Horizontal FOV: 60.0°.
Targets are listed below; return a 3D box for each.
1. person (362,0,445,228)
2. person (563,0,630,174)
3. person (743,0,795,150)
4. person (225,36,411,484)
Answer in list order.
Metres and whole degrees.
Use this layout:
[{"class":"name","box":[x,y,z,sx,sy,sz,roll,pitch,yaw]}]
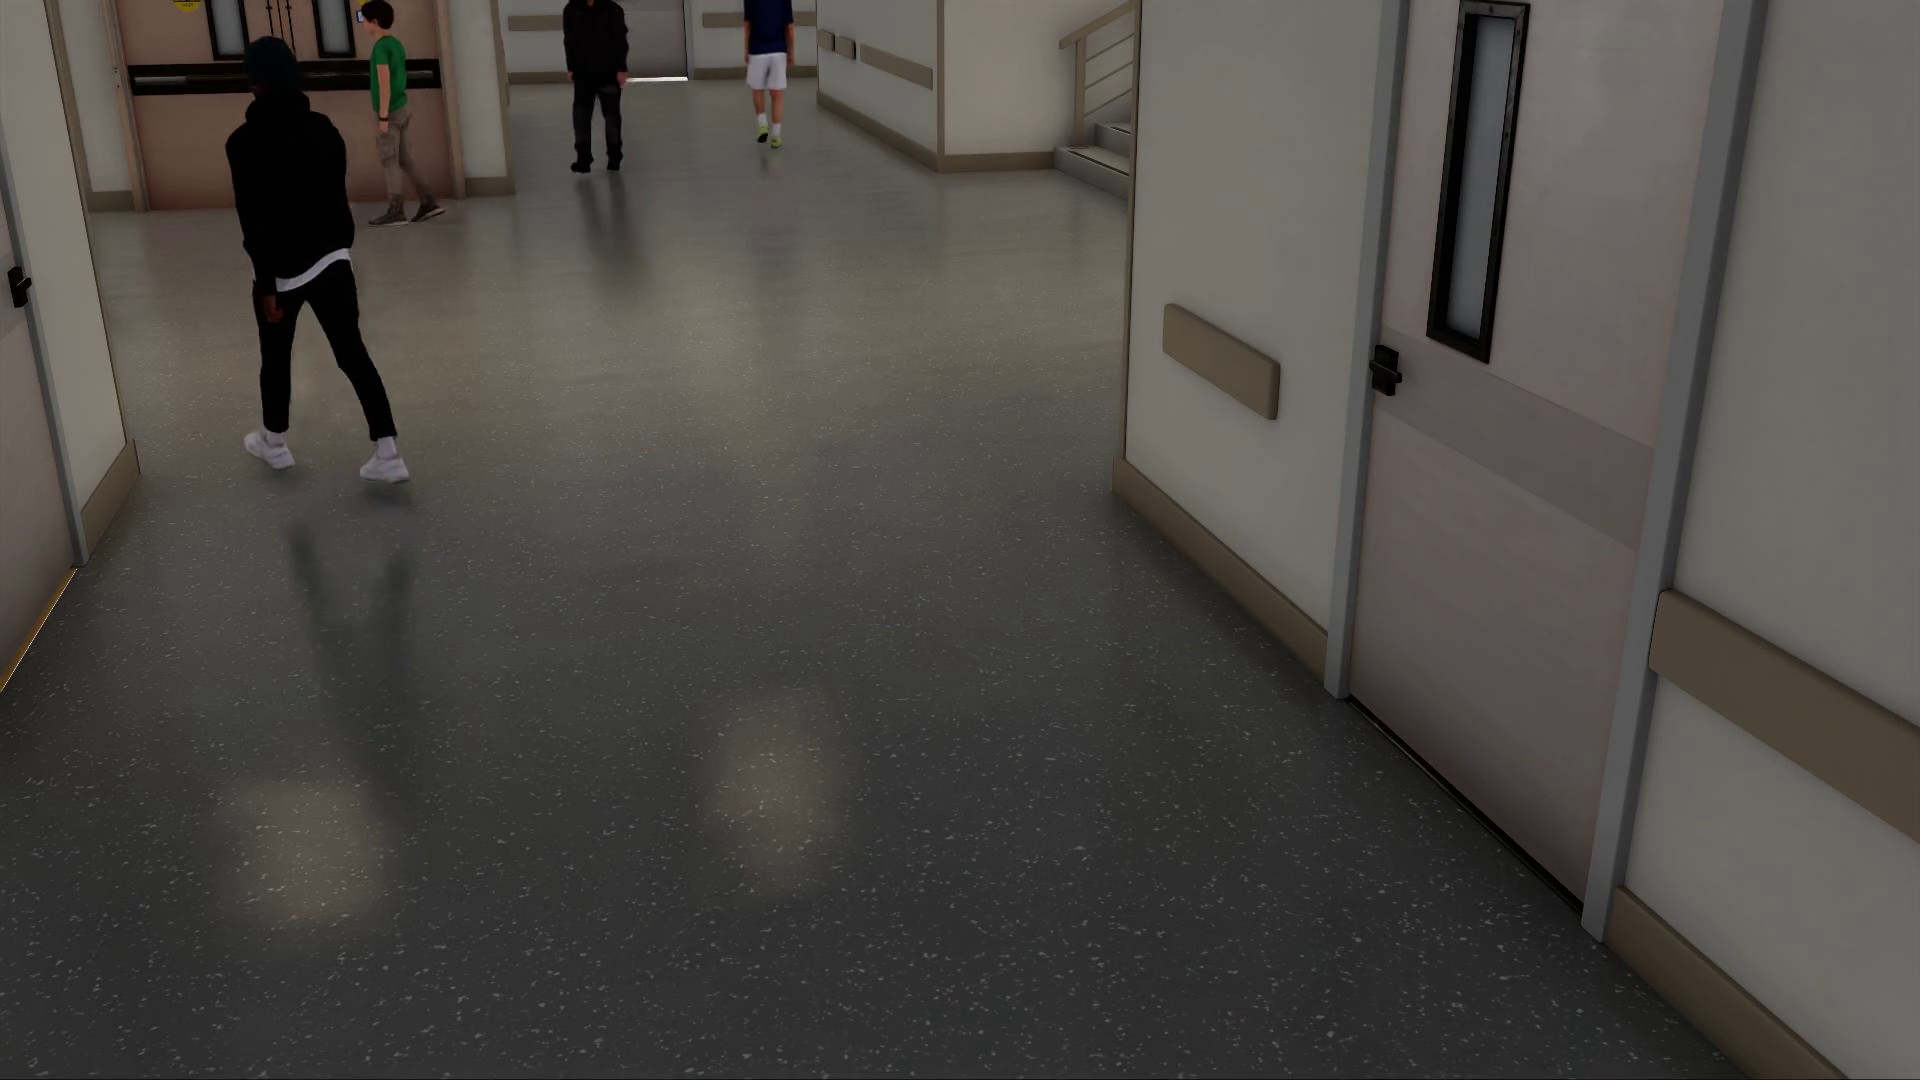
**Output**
[{"class":"person","box":[-4.232,-3.224,12.530,0.817,1.671,0.701,0,21,-1]},{"class":"person","box":[-3.262,-4.265,15.042,1.007,1.838,1.011,1,21,4]},{"class":"person","box":[-1.908,-4.832,16.555,0.593,1.827,0.747,-3,21,-8]},{"class":"person","box":[-2.551,-1.042,6.632,1.211,1.768,1.248,16,26,36]}]
